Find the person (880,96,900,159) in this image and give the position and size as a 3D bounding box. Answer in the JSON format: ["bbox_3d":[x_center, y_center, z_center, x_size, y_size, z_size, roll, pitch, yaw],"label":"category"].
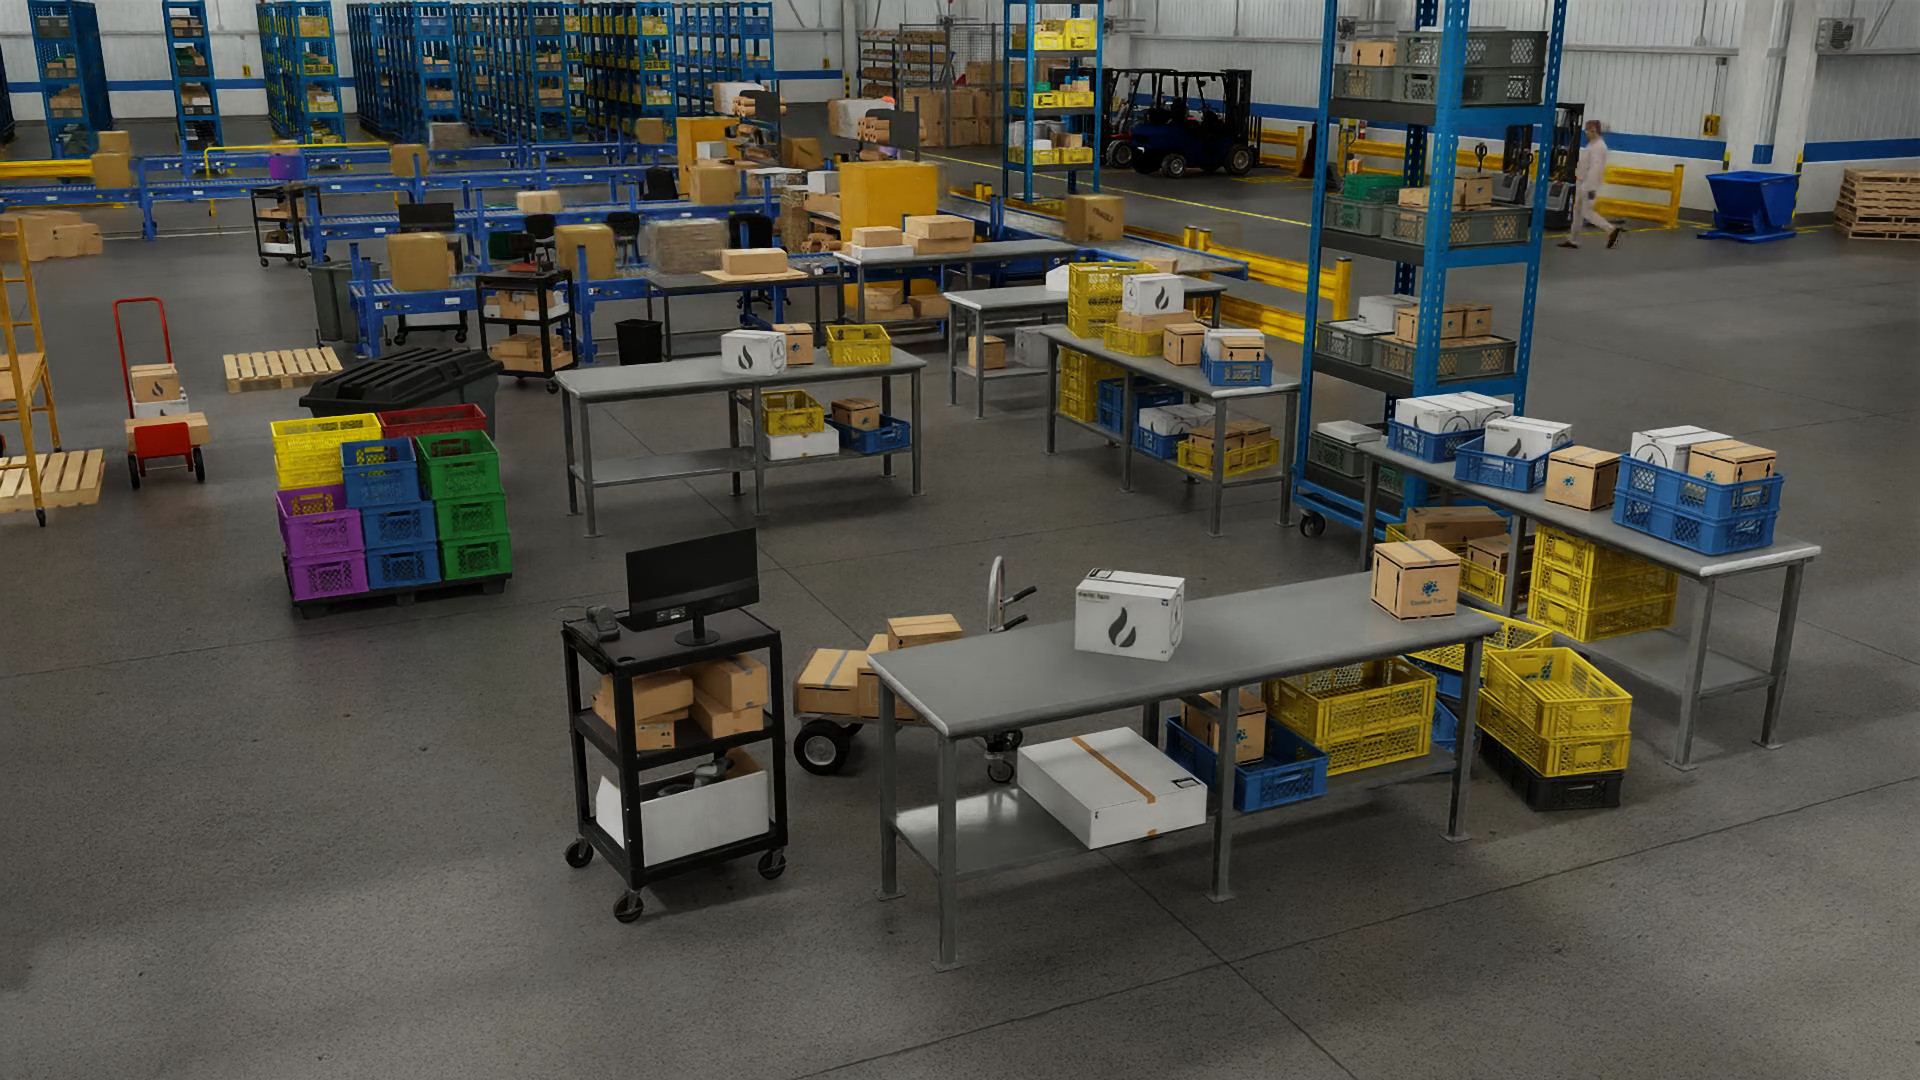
[{"bbox_3d":[-1.185,-6.311,27.573,0.370,2.044,0.608,-5,18,-15],"label":"person"}]

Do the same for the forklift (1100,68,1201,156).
[{"bbox_3d":[4.082,-9.564,37.410,2.680,1.987,1.157,-8,19,-23],"label":"forklift"}]

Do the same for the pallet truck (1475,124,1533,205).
[{"bbox_3d":[9.707,-6.455,28.103,1.885,1.965,0.823,-7,19,-20],"label":"pallet truck"}]

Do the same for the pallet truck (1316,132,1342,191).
[{"bbox_3d":[7.723,-7.504,32.656,1.601,1.201,0.680,-8,19,-23],"label":"pallet truck"}]

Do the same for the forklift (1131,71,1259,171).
[{"bbox_3d":[4.998,-8.936,35.413,2.680,1.987,1.157,-9,20,-25],"label":"forklift"}]

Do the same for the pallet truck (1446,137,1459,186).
[{"bbox_3d":[9.184,-6.485,29.328,1.630,1.274,0.653,-8,19,-23],"label":"pallet truck"}]

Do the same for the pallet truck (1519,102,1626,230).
[{"bbox_3d":[9.972,-6.037,26.785,1.885,1.965,0.823,-9,20,-25],"label":"pallet truck"}]

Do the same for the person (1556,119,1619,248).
[{"bbox_3d":[9.276,-5.199,24.360,0.765,1.870,0.662,4,18,14],"label":"person"}]

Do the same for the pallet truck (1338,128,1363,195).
[{"bbox_3d":[7.845,-7.140,31.411,1.522,1.261,0.704,-9,20,-25],"label":"pallet truck"}]
